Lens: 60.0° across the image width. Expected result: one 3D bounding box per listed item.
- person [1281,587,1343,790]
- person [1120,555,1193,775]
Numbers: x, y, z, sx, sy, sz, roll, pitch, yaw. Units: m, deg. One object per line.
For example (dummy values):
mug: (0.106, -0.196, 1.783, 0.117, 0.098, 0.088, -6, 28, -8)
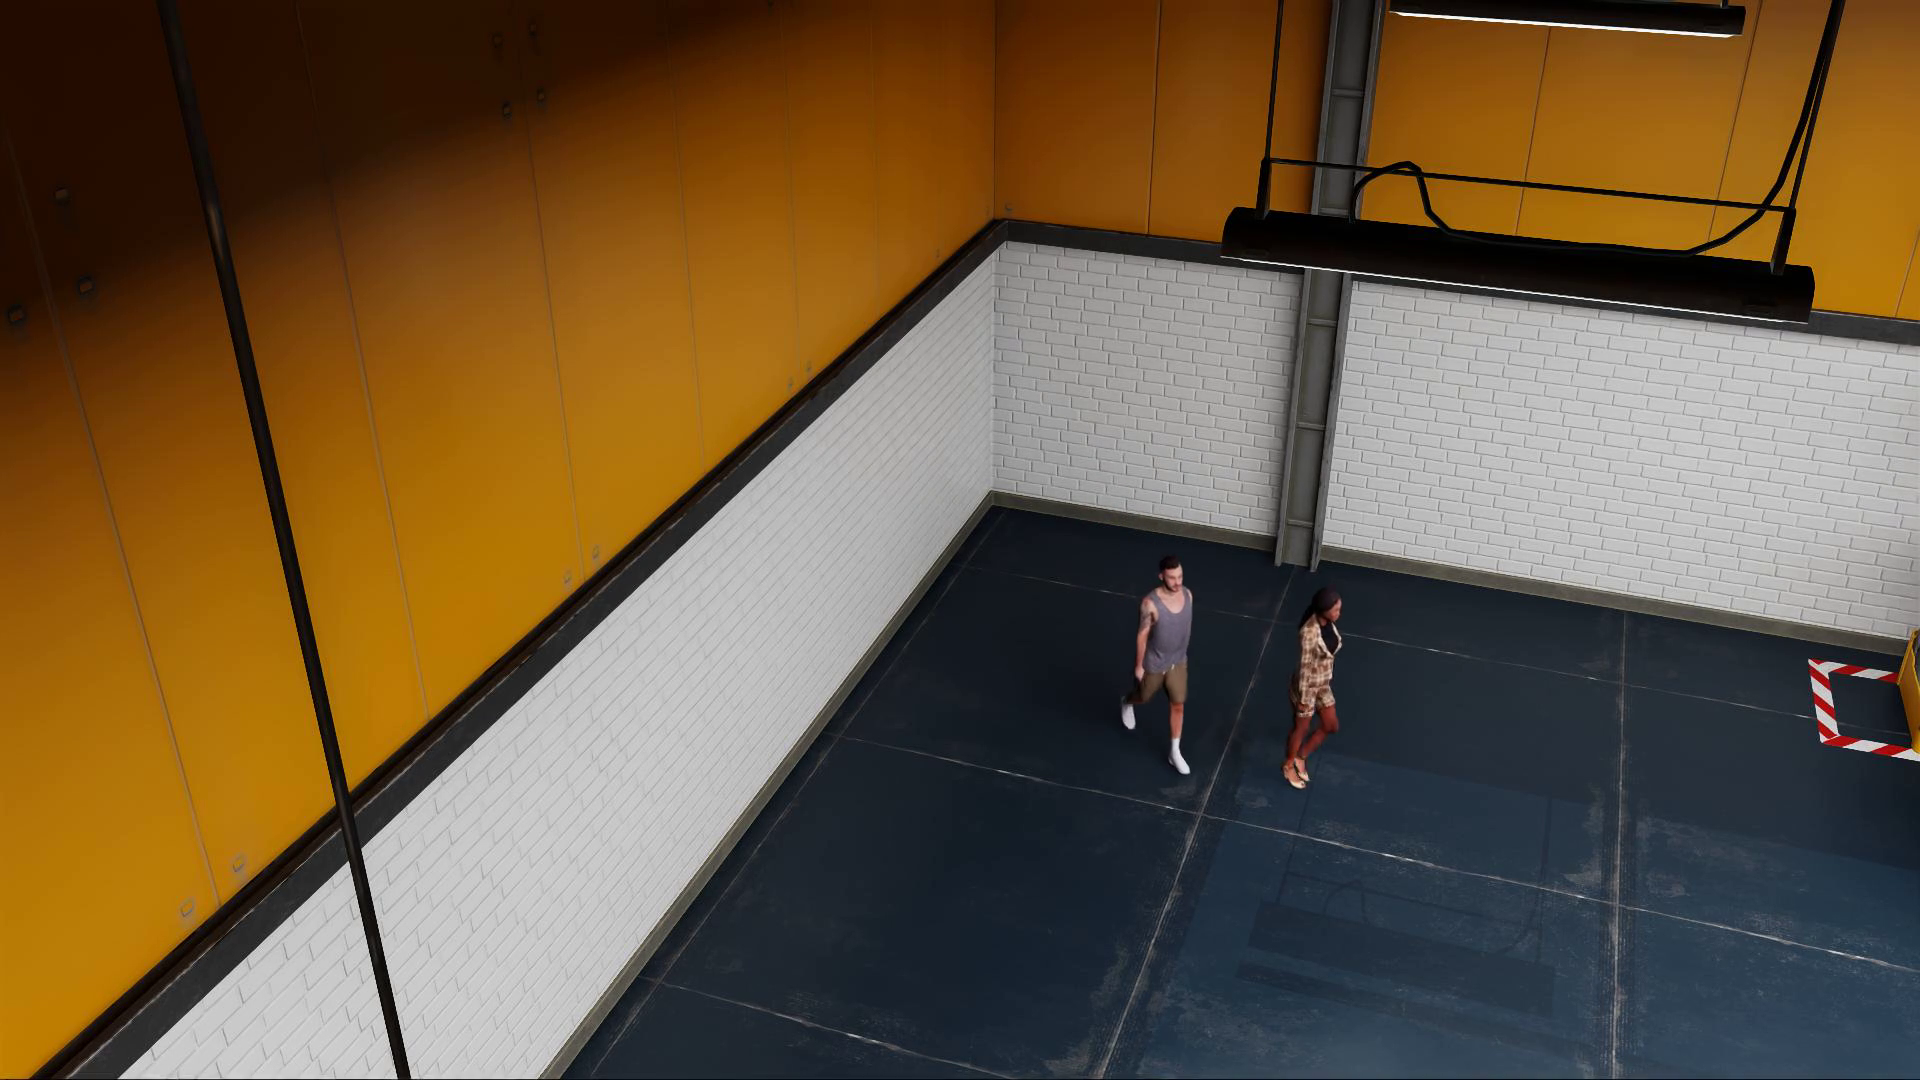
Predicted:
person: (2.580, 1.109, 12.617, 0.728, 1.775, 0.705, 24, 36, 36)
person: (1.555, 0.887, 13.021, 1.144, 1.819, 1.197, -11, 31, -20)
